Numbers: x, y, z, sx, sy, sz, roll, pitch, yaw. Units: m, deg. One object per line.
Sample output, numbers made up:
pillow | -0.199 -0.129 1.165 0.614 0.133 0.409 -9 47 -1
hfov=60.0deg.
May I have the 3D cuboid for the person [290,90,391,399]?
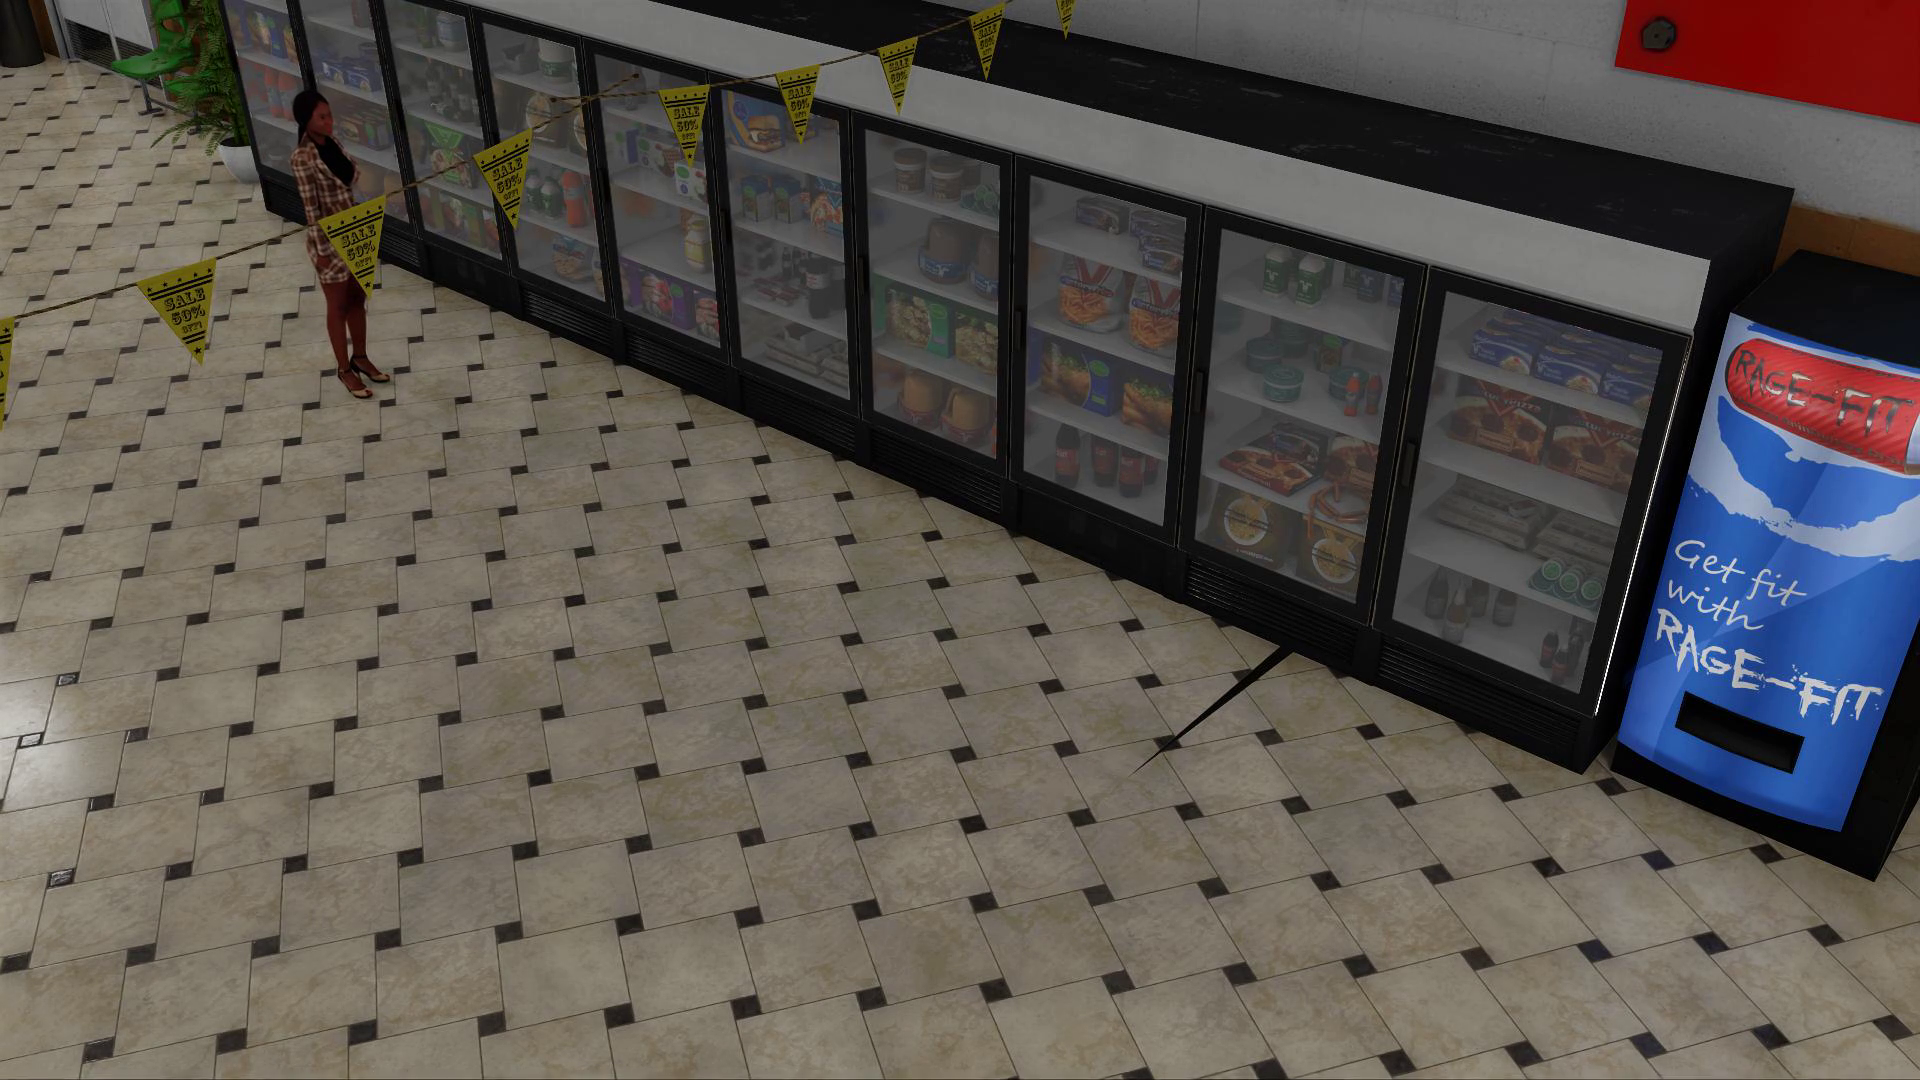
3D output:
person | -3.573 -1.689 9.533 0.716 1.793 0.604 9 33 14
